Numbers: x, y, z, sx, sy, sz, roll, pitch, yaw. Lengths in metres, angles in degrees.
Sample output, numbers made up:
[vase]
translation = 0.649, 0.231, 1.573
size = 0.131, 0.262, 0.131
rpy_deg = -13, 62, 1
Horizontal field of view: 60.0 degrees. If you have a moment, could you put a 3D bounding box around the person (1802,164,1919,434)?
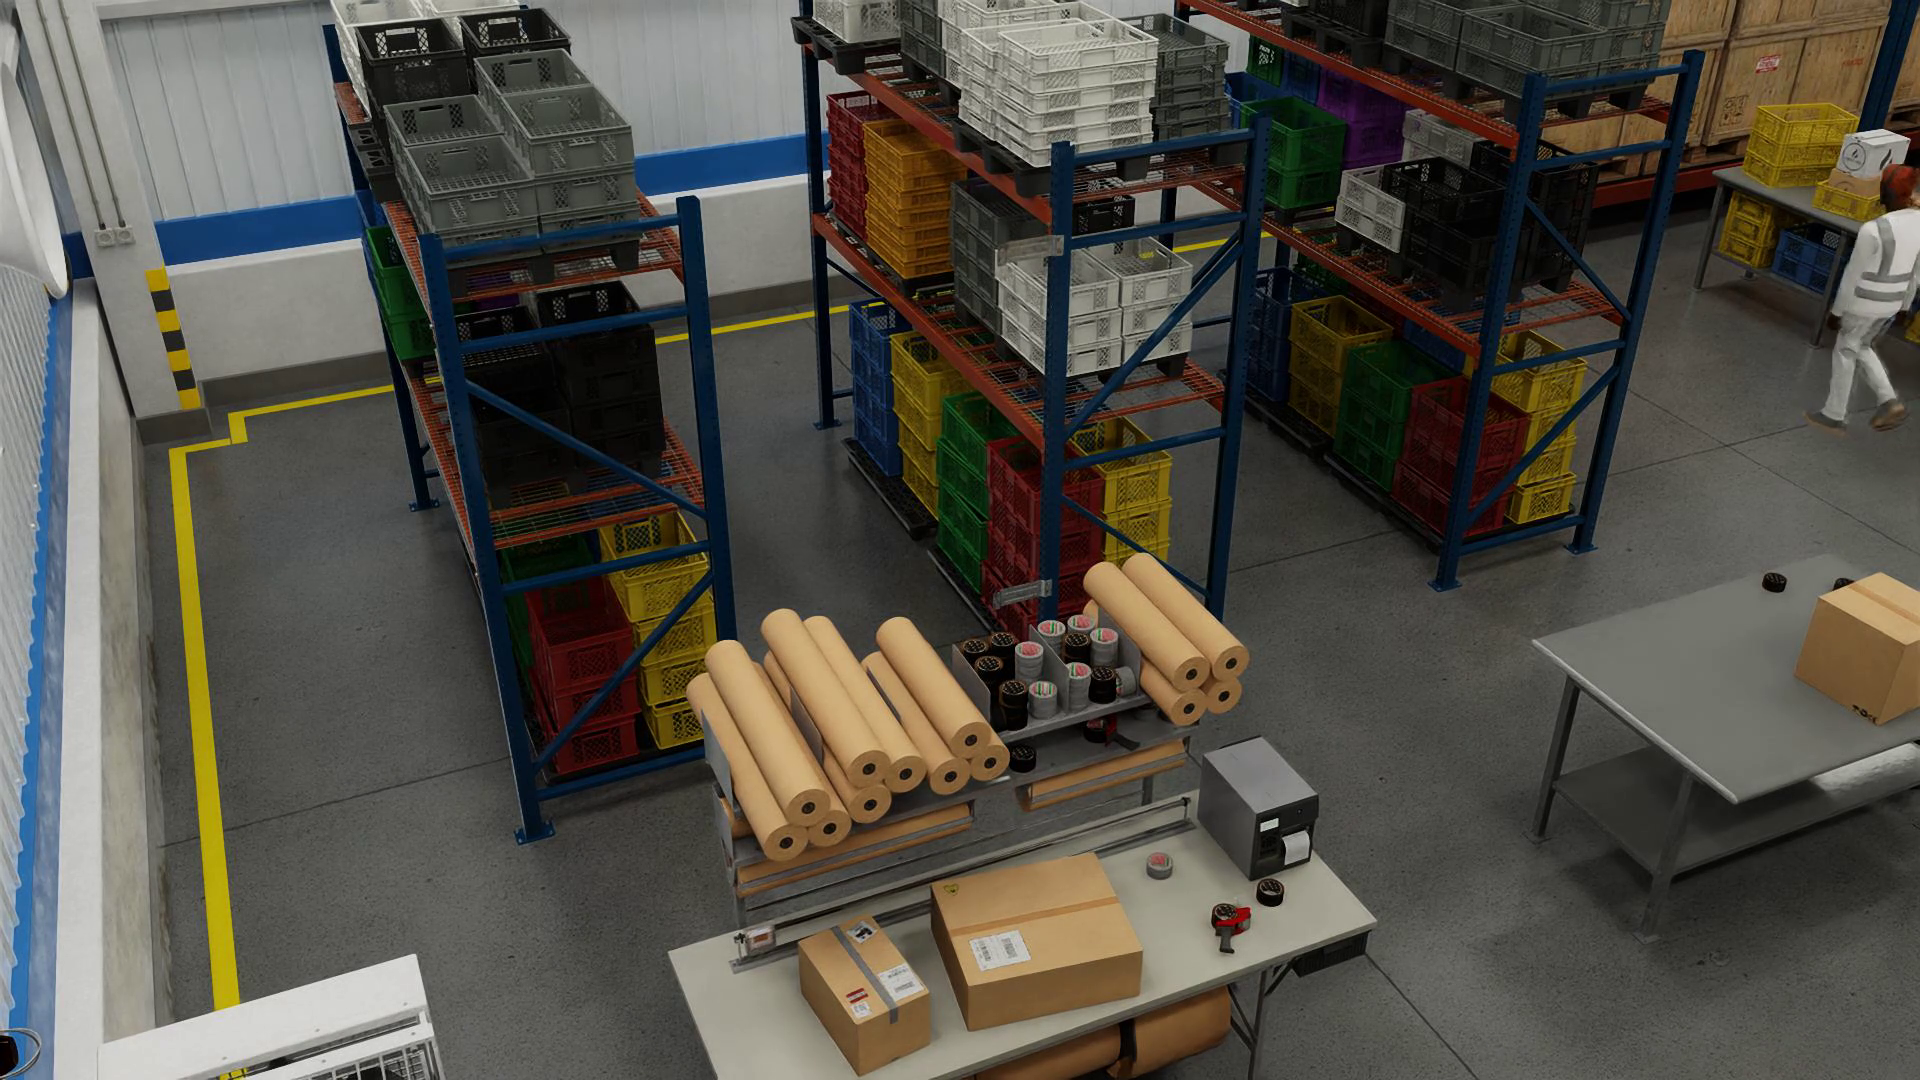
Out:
[person]
translation = 6.037, -1.530, 10.916
size = 0.571, 1.863, 0.519
rpy_deg = -14, 34, -21
